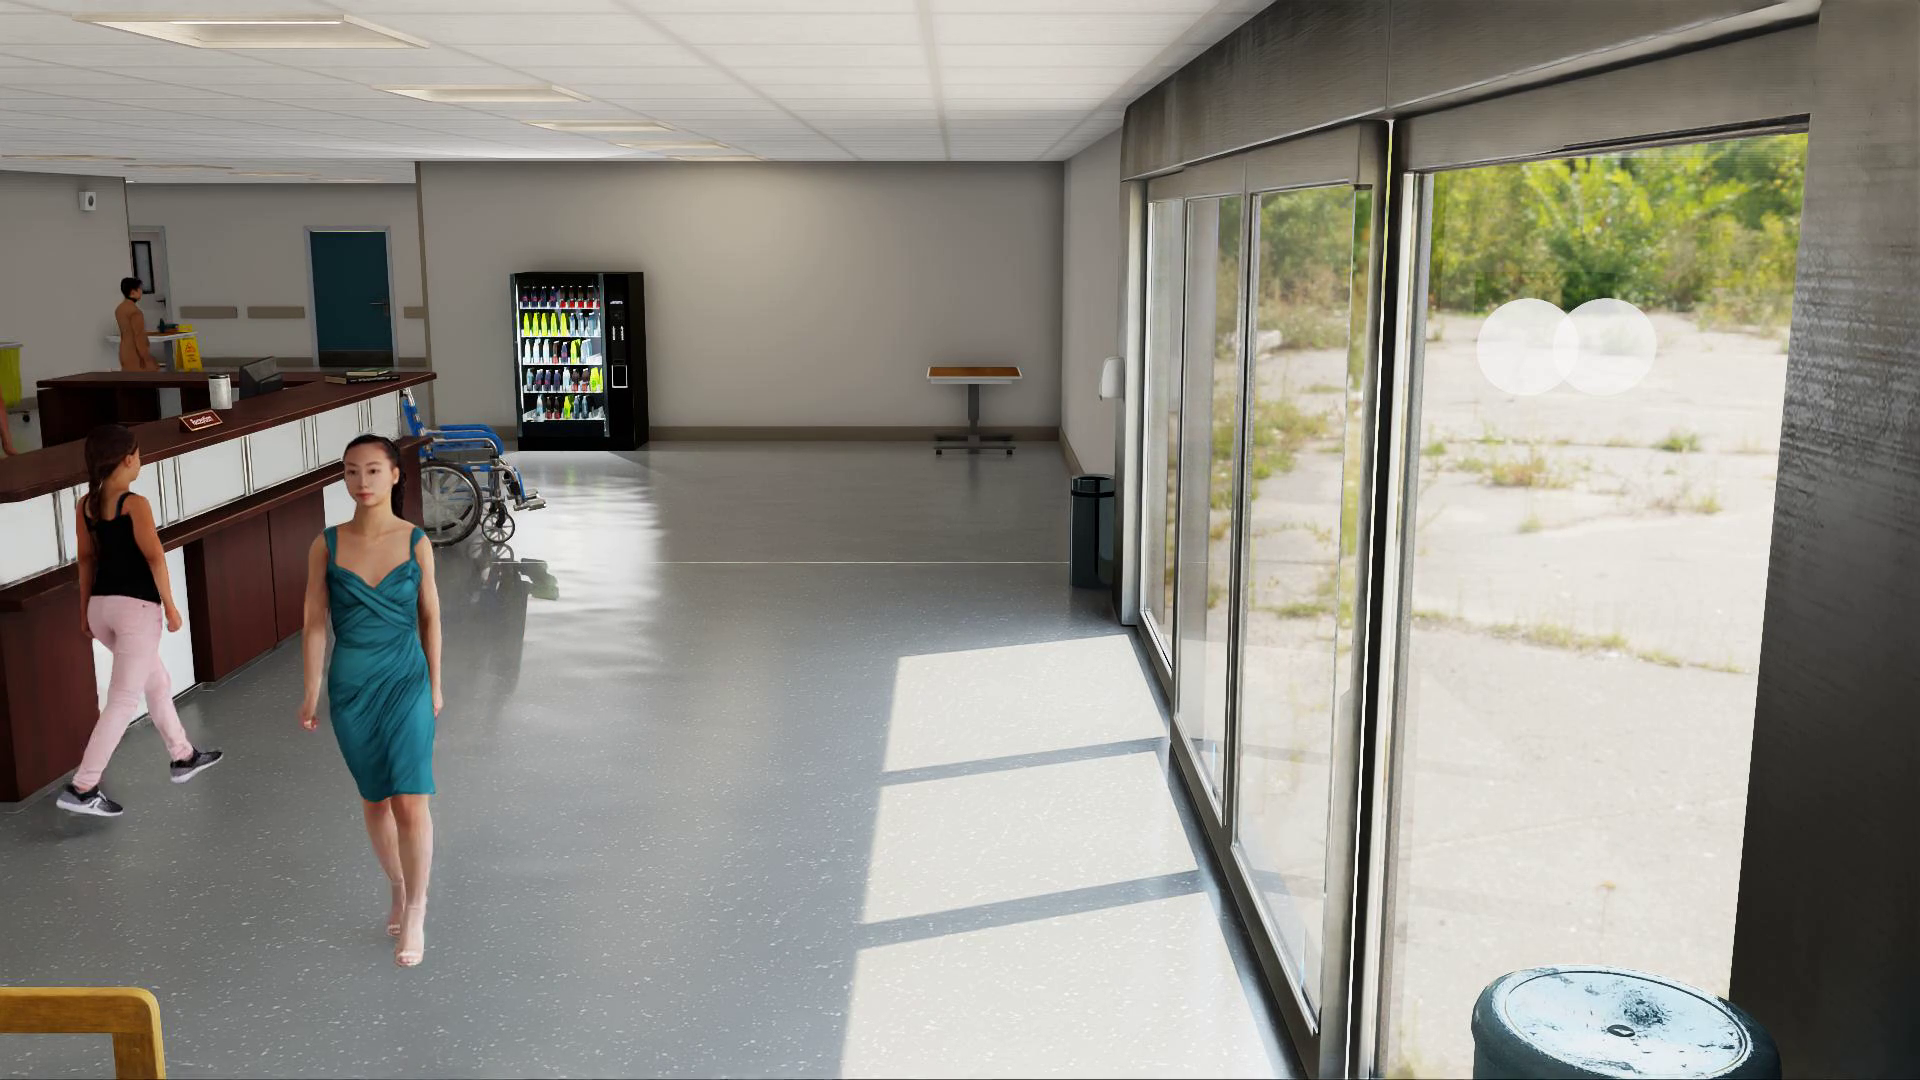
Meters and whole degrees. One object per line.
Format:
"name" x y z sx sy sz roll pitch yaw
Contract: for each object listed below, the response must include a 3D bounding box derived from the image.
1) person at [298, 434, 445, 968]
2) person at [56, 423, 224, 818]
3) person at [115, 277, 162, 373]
"person" -1.861 0.498 5.378 0.691 1.667 0.665 -1 11 -7
"person" -3.349 0.345 6.574 1.065 1.523 0.859 4 12 22
"person" -9.416 -2.095 18.810 0.936 1.712 0.982 9 14 40
